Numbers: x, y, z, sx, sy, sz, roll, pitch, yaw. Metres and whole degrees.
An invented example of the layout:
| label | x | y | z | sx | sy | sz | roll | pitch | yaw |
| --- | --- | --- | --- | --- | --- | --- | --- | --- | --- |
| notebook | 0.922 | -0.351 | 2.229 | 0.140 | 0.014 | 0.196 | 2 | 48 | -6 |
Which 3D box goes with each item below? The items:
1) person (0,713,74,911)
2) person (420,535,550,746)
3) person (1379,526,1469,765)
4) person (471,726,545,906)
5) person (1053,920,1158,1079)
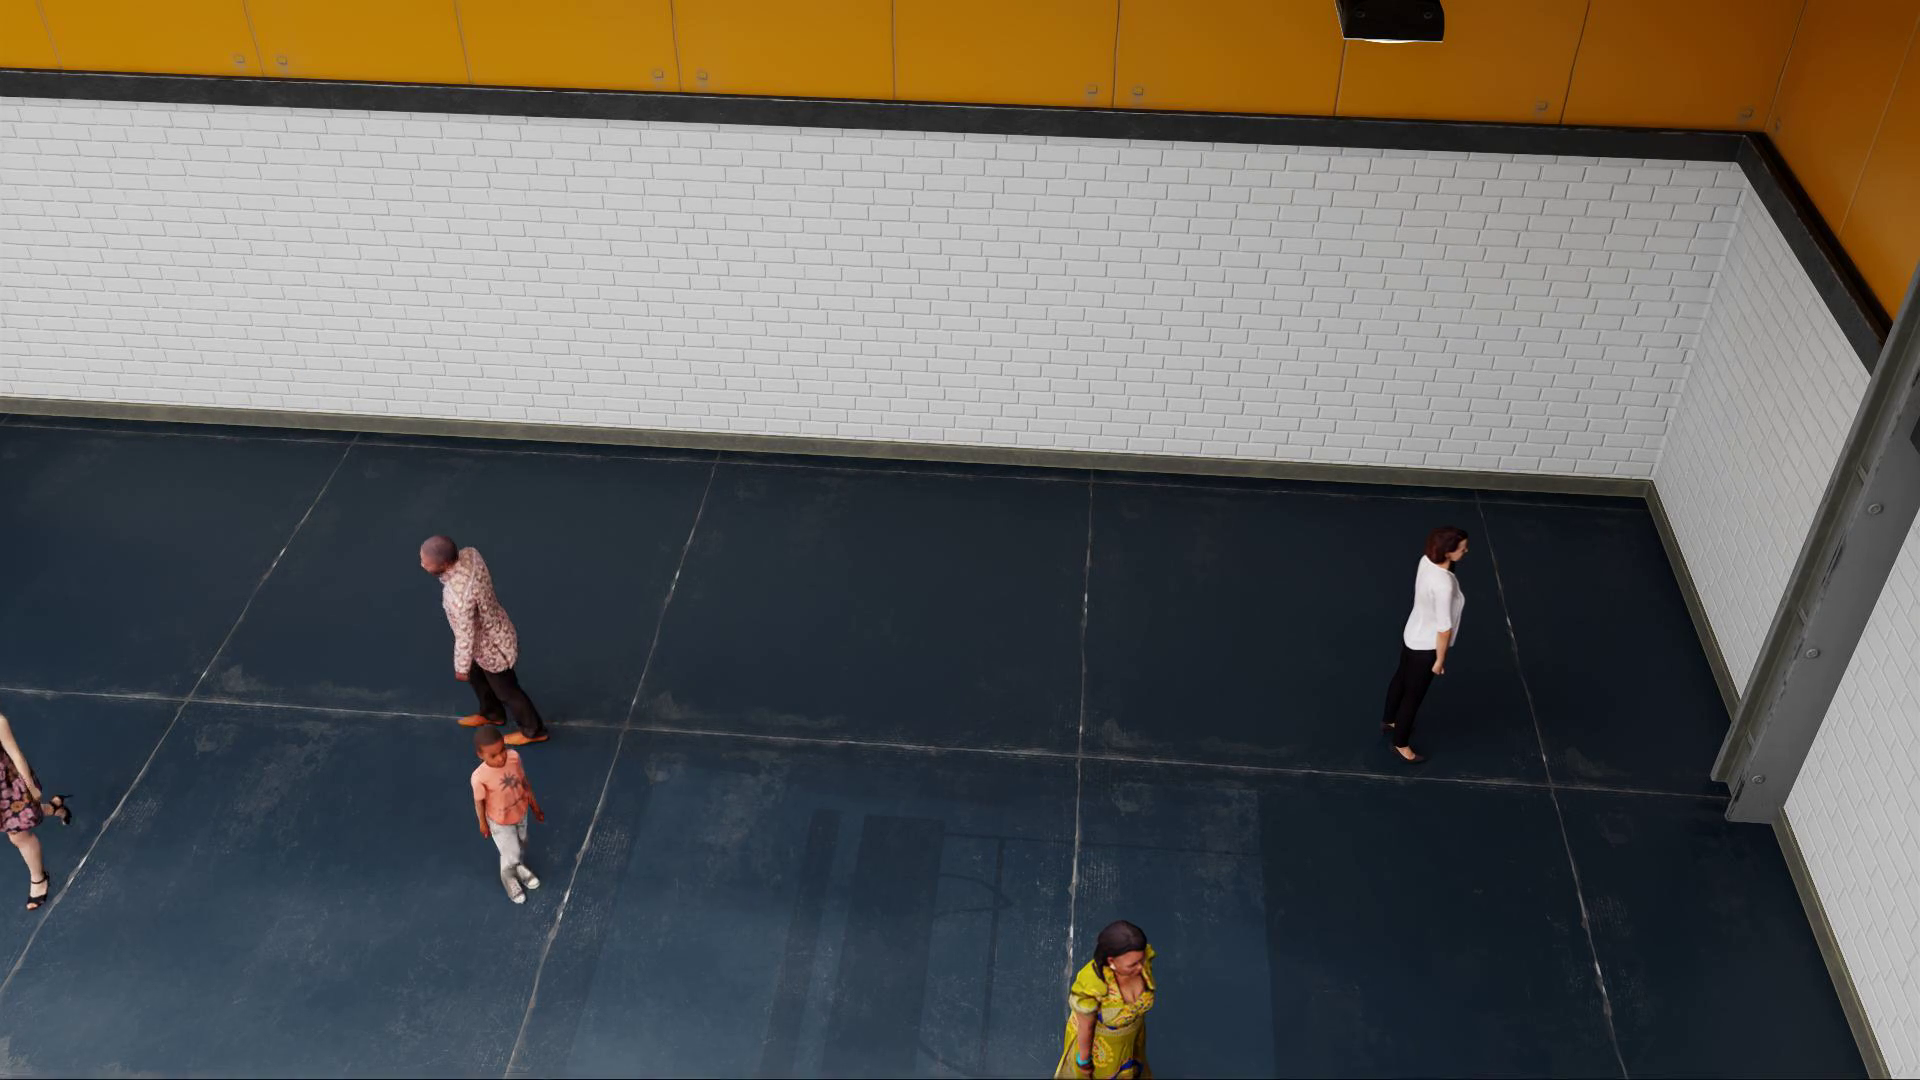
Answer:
| label | x | y | z | sx | sy | sz | roll | pitch | yaw |
| --- | --- | --- | --- | --- | --- | --- | --- | --- | --- |
| person | -5.416 | 1.341 | 9.446 | 0.614 | 1.762 | 0.851 | 3 | 39 | 4 |
| person | -2.842 | 0.630 | 10.327 | 0.905 | 1.774 | 0.857 | -3 | 39 | -3 |
| person | 2.864 | 0.634 | 10.307 | 0.692 | 1.794 | 0.488 | -1 | 39 | -1 |
| person | -2.658 | 1.525 | 9.590 | 0.634 | 1.295 | 0.565 | 27 | 46 | 30 |
| person | 0.727 | 2.428 | 8.170 | 0.960 | 1.657 | 1.034 | -30 | 48 | -32 |
